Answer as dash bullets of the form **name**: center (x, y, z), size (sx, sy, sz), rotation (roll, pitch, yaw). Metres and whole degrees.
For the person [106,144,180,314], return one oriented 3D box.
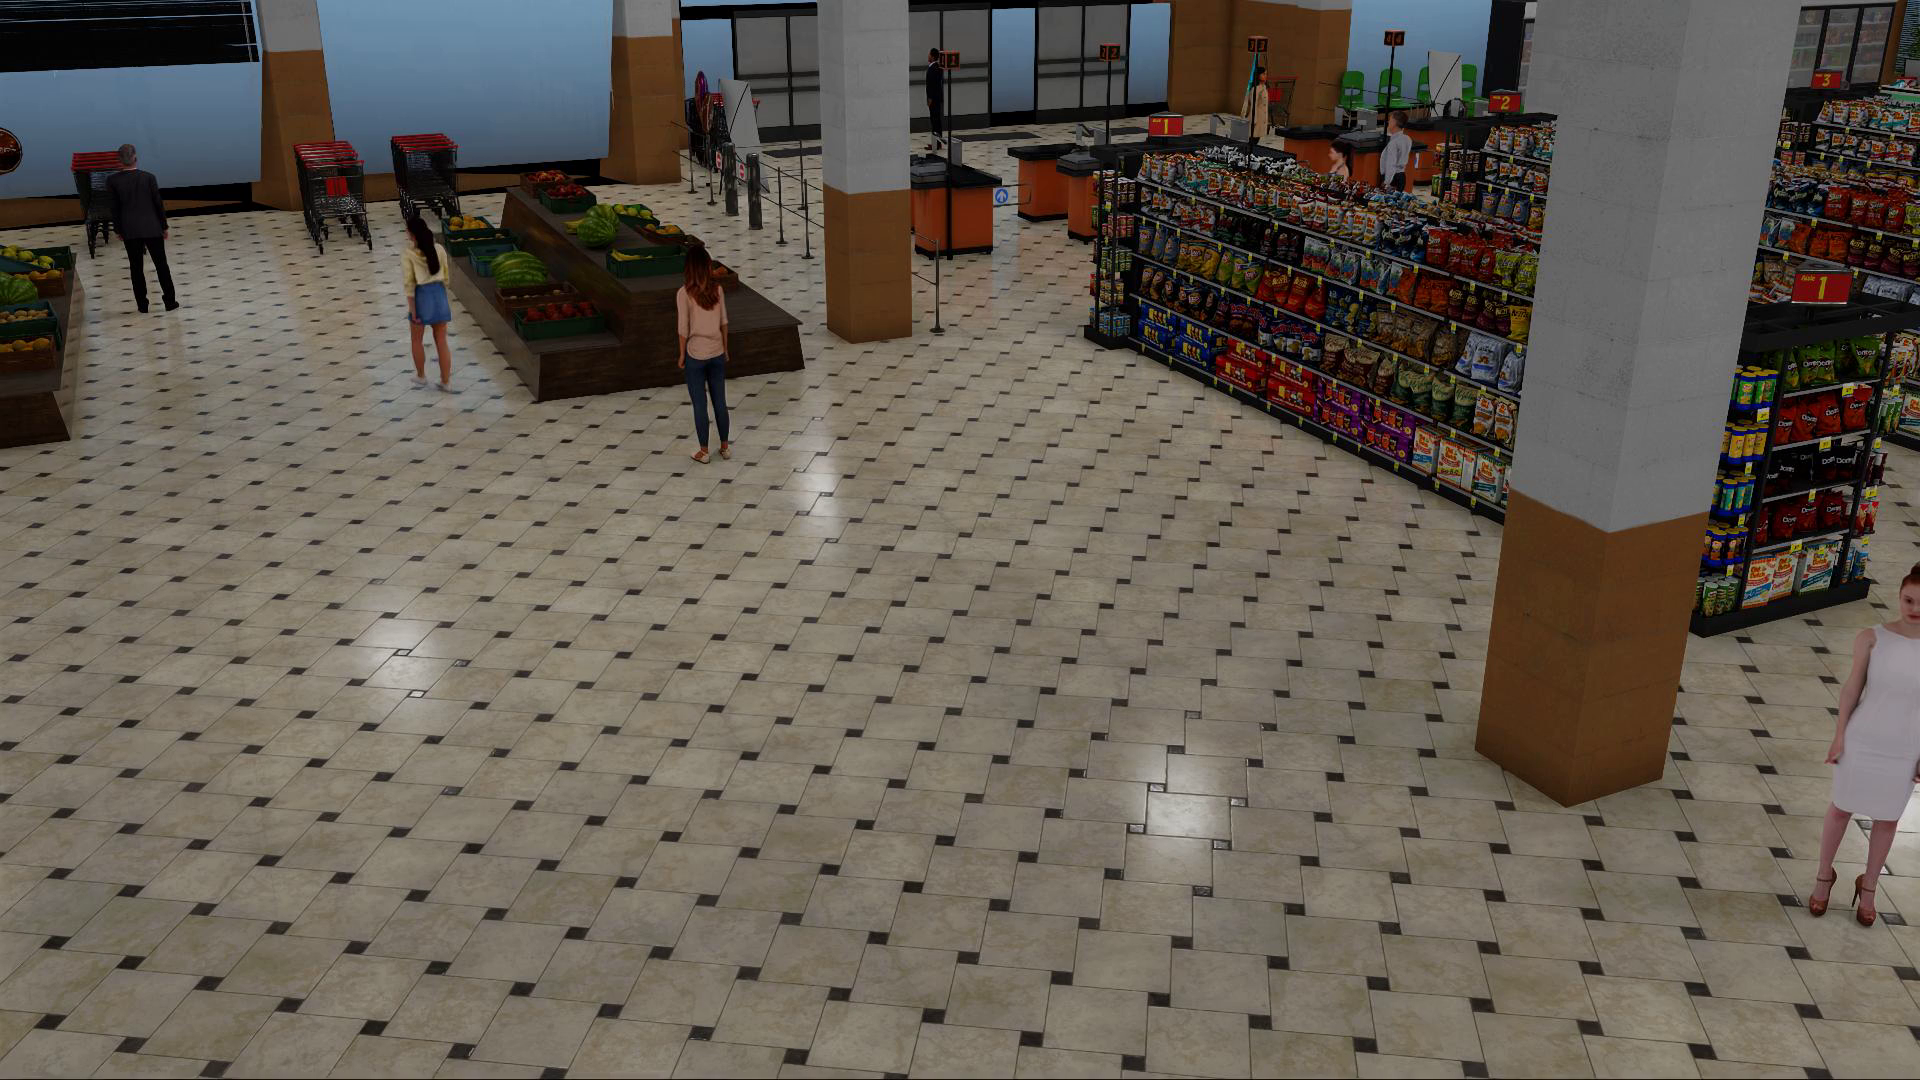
- **person**: center (-9.017, -3.436, 18.319), size (0.718, 1.842, 0.595), rotation (-9, 23, -20)

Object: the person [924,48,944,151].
- **person**: center (-0.437, -7.733, 29.165), size (0.765, 1.728, 0.683), rotation (6, 23, 14)

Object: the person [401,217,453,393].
- **person**: center (-4.891, -2.169, 15.471), size (0.749, 1.614, 0.836), rotation (-17, 27, -36)

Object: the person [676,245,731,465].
- **person**: center (-2.091, -1.513, 13.602), size (0.615, 1.790, 0.549), rotation (-13, 25, -29)

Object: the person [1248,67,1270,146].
- **person**: center (4.782, -6.761, 26.810), size (0.746, 1.680, 0.723), rotation (11, 24, 26)

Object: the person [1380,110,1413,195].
- **person**: center (5.469, -4.505, 21.007), size (0.739, 1.820, 0.742), rotation (15, 26, 33)

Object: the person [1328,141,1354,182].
- **person**: center (4.509, -3.976, 19.973), size (0.696, 1.610, 0.585), rotation (-1, 22, -4)

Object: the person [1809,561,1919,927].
- **person**: center (4.164, 0.935, 7.505), size (0.617, 1.793, 0.693), rotation (9, 24, 22)
